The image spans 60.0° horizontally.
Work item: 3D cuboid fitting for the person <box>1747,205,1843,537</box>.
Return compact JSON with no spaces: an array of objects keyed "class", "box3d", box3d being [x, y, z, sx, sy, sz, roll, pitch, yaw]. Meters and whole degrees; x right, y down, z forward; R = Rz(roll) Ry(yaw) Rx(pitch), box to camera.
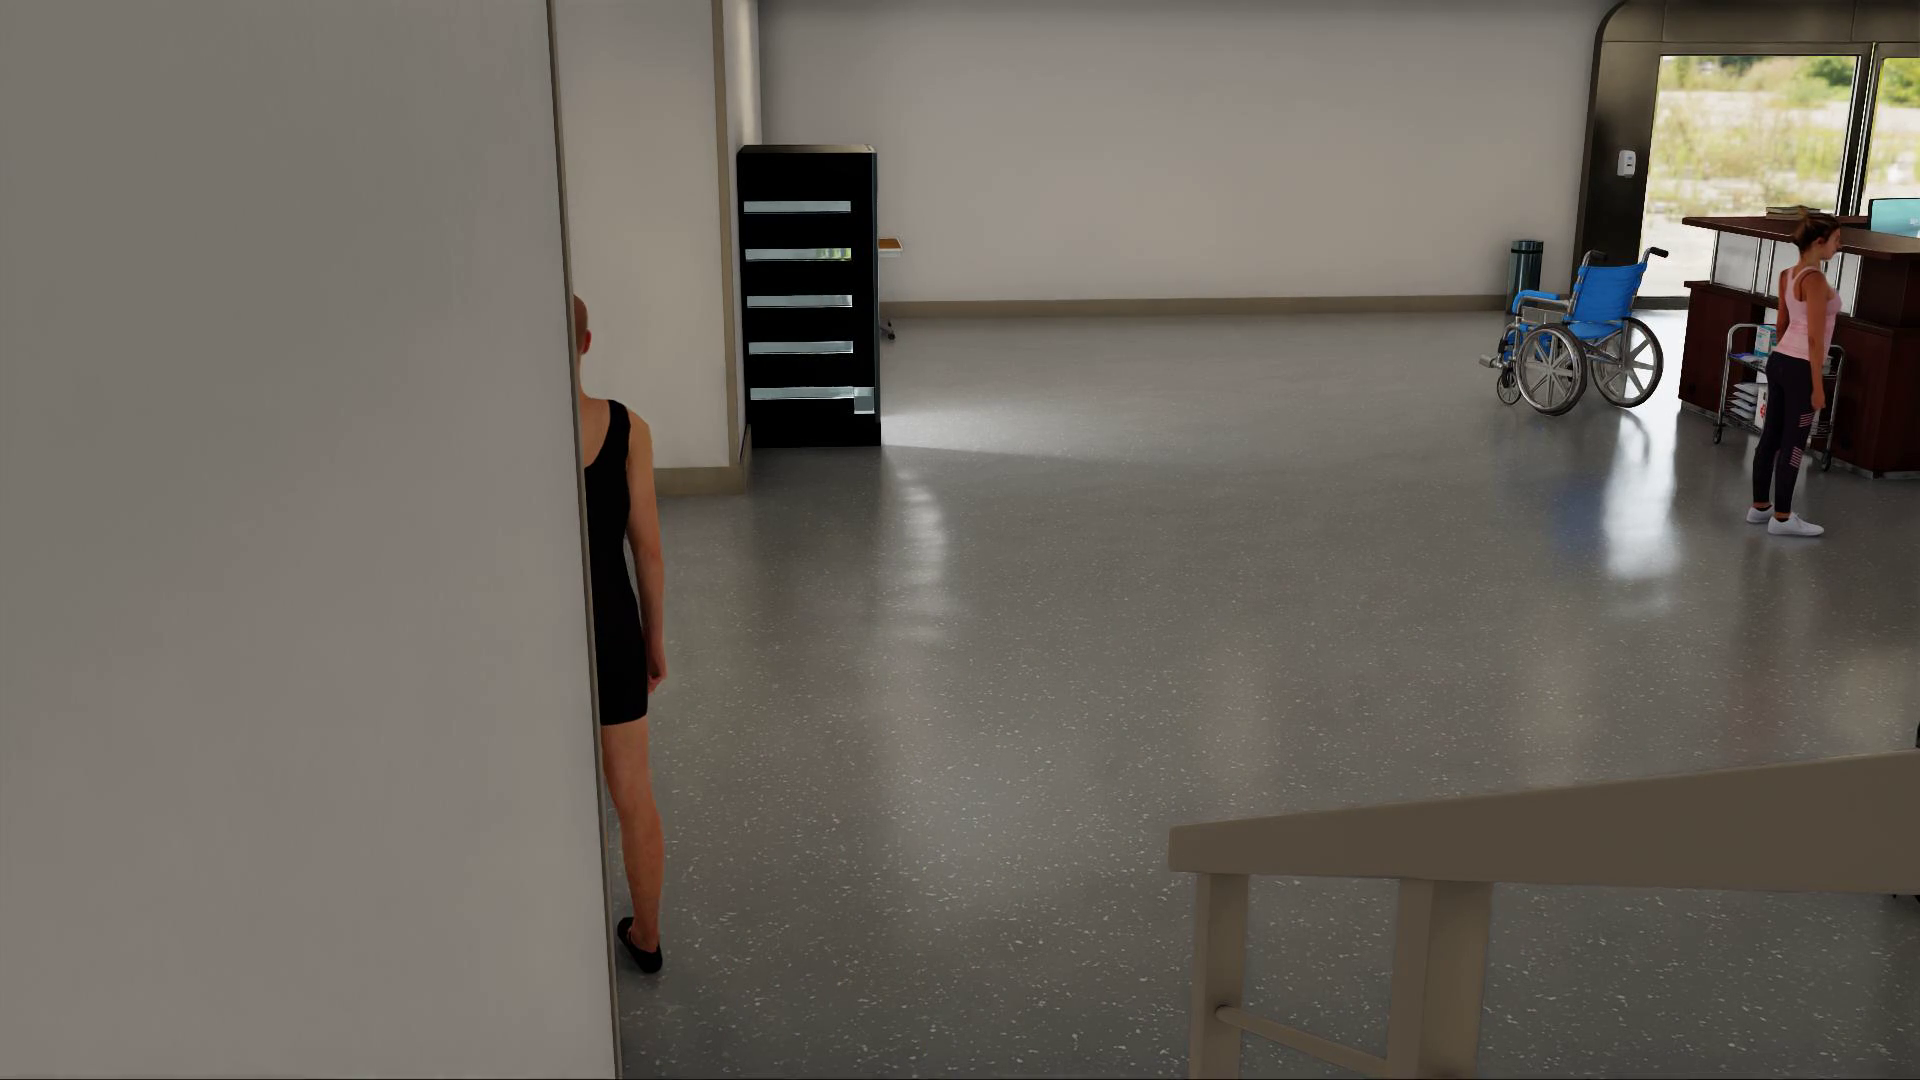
[{"class":"person","box3d":[4.270,-0.870,8.507,0.639,1.666,0.482,0,16,1]}]
